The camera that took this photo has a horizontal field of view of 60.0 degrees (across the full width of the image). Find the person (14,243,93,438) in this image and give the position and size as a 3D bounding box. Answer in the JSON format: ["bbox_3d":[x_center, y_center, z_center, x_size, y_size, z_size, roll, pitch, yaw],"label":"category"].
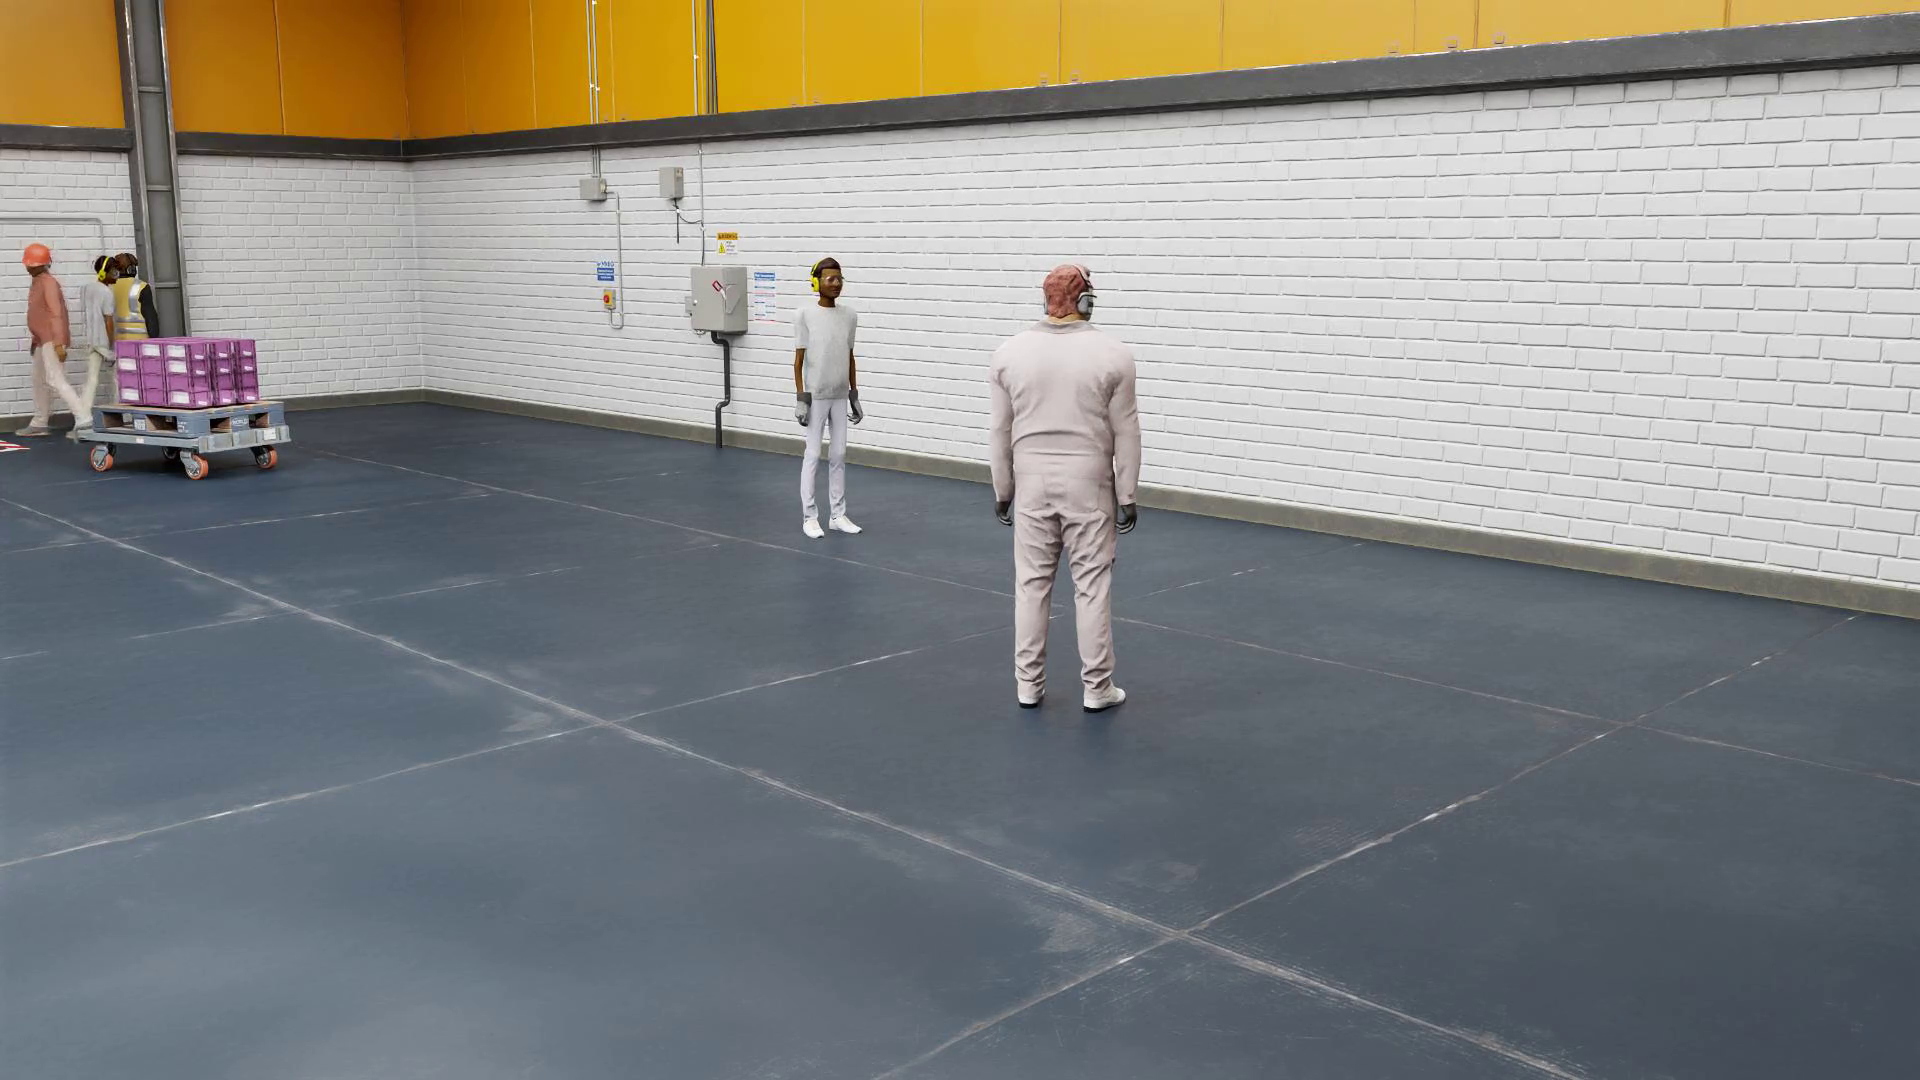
[{"bbox_3d":[-9.128,-1.991,16.666,0.674,1.958,0.705,-7,13,-34],"label":"person"}]

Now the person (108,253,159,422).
[{"bbox_3d":[-8.582,-2.047,17.246,0.633,1.842,0.429,1,10,7],"label":"person"}]

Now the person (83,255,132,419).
[{"bbox_3d":[-8.597,-1.968,16.900,0.532,1.813,0.920,4,11,22],"label":"person"}]

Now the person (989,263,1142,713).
[{"bbox_3d":[0.455,-0.216,7.096,0.649,1.904,0.401,3,11,17],"label":"person"}]

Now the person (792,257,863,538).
[{"bbox_3d":[-0.887,-0.958,11.223,0.511,1.877,0.328,-8,13,-36],"label":"person"}]
